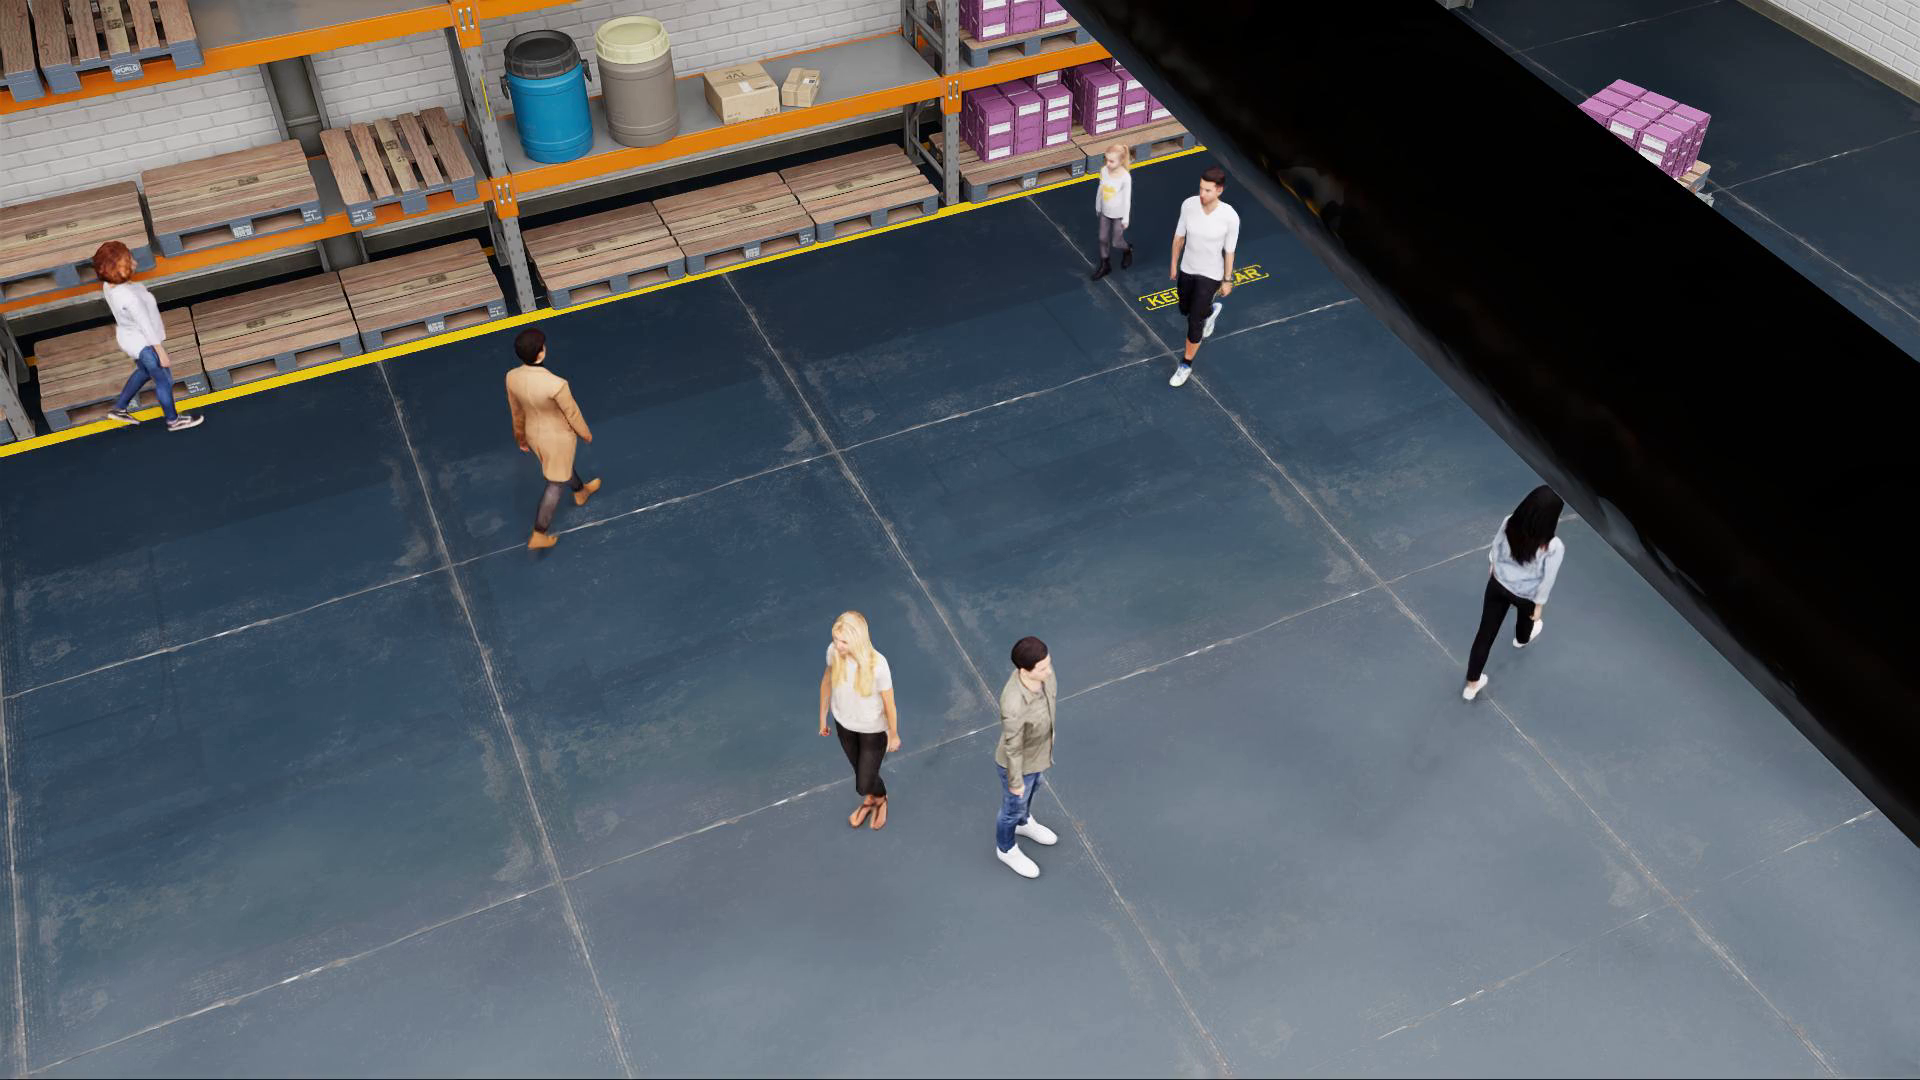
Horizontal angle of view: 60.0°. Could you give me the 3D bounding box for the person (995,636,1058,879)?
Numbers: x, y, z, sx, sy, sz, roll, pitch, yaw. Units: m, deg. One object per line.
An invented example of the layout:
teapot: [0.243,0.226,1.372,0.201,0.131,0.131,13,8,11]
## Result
person: [0.364,1.213,9.580,0.830,1.864,0.754,17,46,17]

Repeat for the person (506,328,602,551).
person: [-2.923,-0.679,11.685,1.064,1.698,1.206,20,47,20]

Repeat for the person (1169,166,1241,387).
person: [1.945,-2.158,13.143,1.034,1.830,1.222,25,49,24]

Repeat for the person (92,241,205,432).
person: [-6.256,-1.456,12.513,0.914,1.683,0.757,-33,53,-30]

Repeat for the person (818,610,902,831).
person: [-0.529,1.022,9.815,0.751,1.816,0.787,21,47,21]

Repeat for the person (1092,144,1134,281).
person: [1.354,-2.830,14.255,0.631,1.269,0.735,31,52,28]

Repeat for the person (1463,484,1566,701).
person: [3.491,0.369,10.605,0.899,1.671,1.155,31,52,28]
